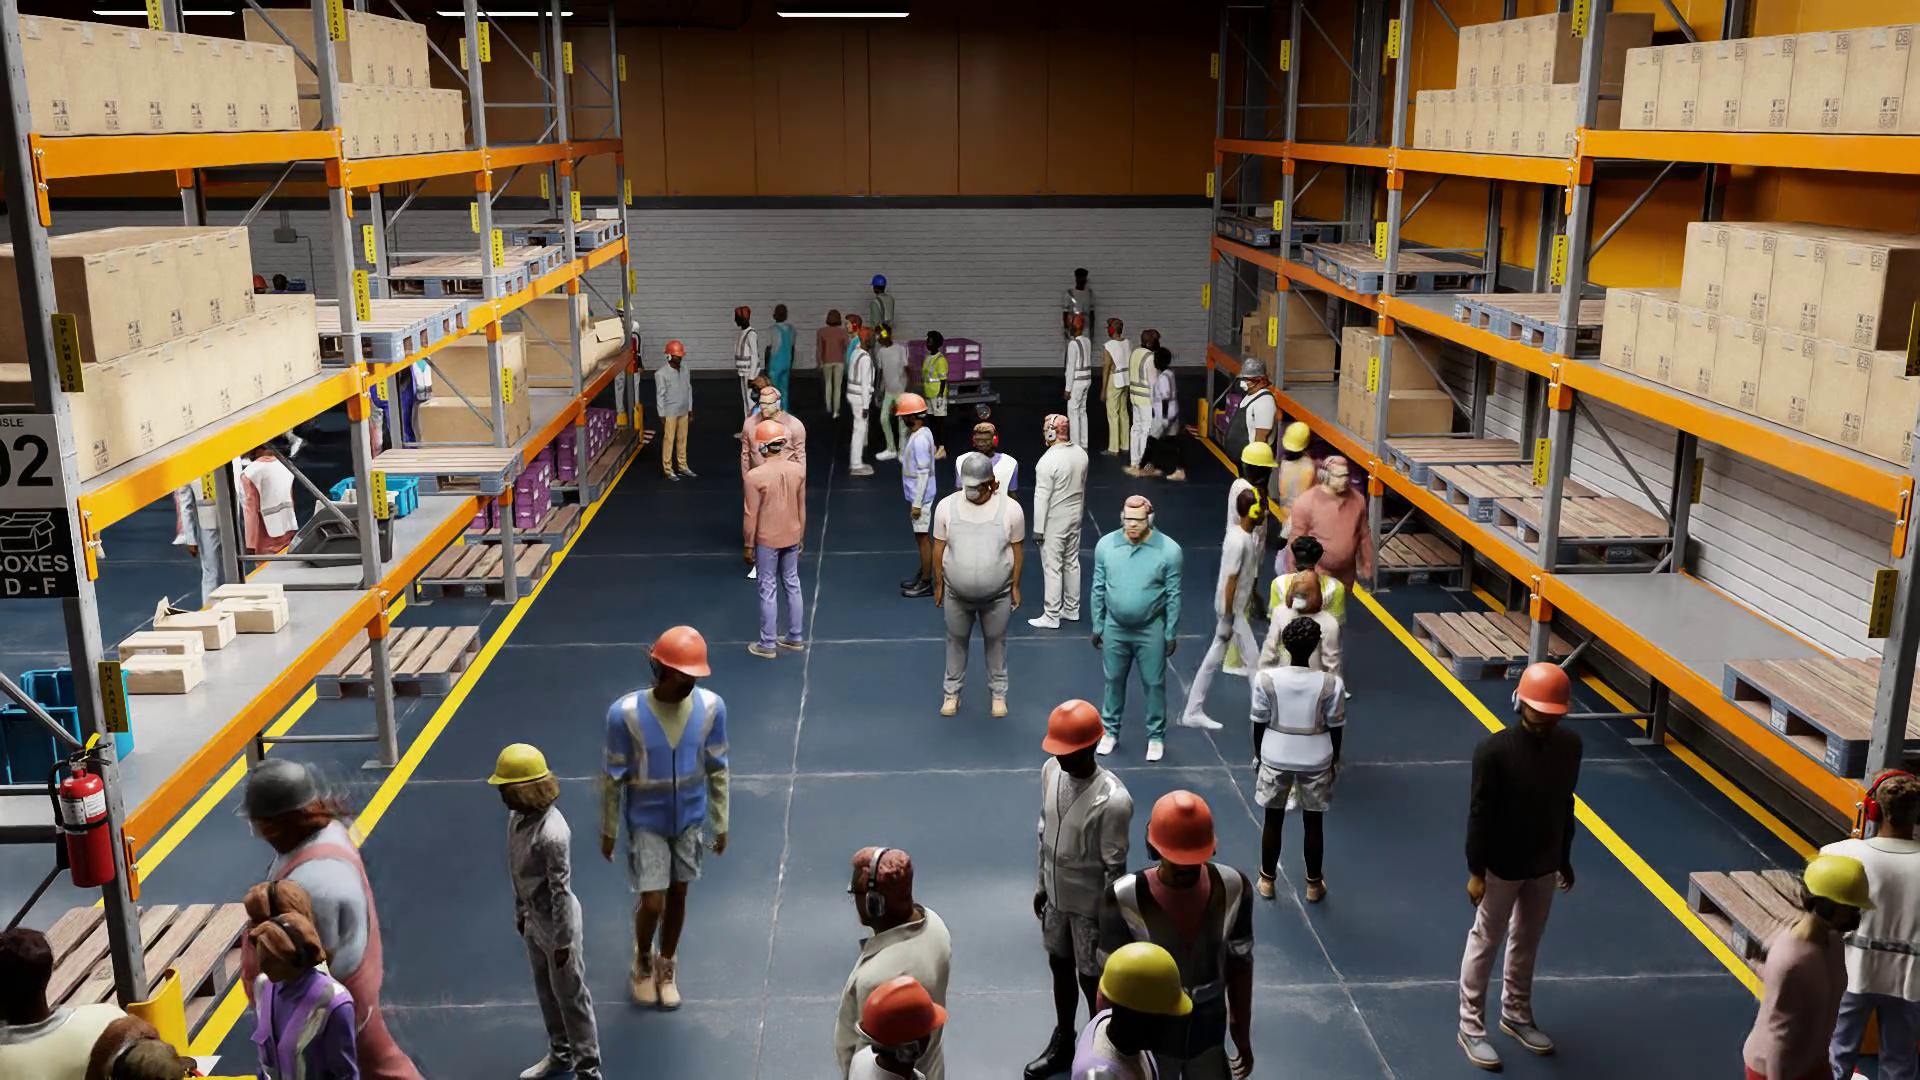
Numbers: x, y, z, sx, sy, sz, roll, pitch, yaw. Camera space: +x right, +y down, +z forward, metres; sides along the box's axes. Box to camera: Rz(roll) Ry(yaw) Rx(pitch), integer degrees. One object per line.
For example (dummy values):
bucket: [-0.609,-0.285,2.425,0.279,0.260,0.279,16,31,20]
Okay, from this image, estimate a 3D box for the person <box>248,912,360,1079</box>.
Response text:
person: [-2.396,2.130,6.176,0.530,1.631,0.312,8,16,29]

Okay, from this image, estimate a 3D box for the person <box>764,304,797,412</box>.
person: [-2.587,-2.474,23.895,0.545,1.814,0.381,-11,18,-36]

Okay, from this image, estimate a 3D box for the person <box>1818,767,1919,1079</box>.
person: [3.793,1.845,6.891,0.560,1.836,0.395,5,15,18]

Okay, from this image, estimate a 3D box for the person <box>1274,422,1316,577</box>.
person: [2.932,-0.141,14.622,0.403,1.874,0.628,-1,14,-4]

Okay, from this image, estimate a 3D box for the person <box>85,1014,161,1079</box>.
person: [-2.670,2.314,5.515,0.513,1.596,0.727,1,14,3]

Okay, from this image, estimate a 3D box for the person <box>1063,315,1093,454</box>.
person: [1.559,-2.052,22.104,0.361,1.877,0.585,8,16,27]

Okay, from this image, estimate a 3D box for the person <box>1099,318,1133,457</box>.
person: [2.091,-2.026,22.090,0.392,1.836,0.566,13,19,41]

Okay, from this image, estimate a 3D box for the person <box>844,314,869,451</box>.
person: [-1.374,-2.125,22.446,0.392,1.847,0.563,-2,14,-8]

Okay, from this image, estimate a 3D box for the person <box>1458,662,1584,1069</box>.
person: [2.663,1.518,7.857,0.614,1.990,0.391,-6,15,-21]

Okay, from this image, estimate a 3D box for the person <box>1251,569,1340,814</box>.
person: [2.150,0.971,10.758,0.607,1.612,0.527,-11,18,-36]

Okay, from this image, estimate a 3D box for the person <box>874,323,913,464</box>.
person: [-0.855,-1.901,21.624,0.646,1.831,0.344,9,17,33]

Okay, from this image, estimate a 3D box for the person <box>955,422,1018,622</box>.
person: [0.228,-0.133,14.627,0.573,1.844,0.376,3,15,11]

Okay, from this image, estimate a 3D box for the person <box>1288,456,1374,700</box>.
person: [2.944,0.259,13.109,0.662,1.872,0.907,-5,15,-20]

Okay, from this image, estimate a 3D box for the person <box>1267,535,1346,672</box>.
person: [2.355,0.778,11.378,0.539,1.687,0.320,6,16,23]

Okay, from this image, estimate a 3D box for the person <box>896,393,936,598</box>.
person: [-0.411,-0.418,15.582,0.374,1.930,0.542,0,14,-1]

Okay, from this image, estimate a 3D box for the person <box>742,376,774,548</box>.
person: [-2.031,-0.776,17.155,0.429,1.846,0.633,-7,16,-26]

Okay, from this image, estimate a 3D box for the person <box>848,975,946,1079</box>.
person: [-0.190,2.244,5.472,0.319,1.755,0.572,-4,15,-17]

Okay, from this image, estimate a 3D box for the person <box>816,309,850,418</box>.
person: [-1.878,-2.661,24.996,0.535,1.614,0.556,1,14,5]

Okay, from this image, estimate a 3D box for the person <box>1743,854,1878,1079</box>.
person: [3.201,2.021,6.371,0.566,1.755,0.342,-11,18,-36]

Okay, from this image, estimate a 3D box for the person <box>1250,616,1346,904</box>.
person: [1.915,1.255,9.479,0.535,1.697,0.318,3,15,12]

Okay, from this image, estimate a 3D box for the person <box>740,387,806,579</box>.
person: [-1.818,-0.543,16.122,0.651,1.904,0.403,3,15,12]

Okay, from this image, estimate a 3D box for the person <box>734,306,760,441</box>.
person: [-2.957,-2.309,23.093,0.355,1.886,0.572,-6,15,-21]

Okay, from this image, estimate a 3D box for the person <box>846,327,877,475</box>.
person: [-1.235,-1.751,20.963,0.405,1.869,0.585,-5,15,-18]

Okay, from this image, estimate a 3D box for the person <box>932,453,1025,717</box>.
person: [0.131,0.336,12.401,0.688,2.000,0.536,1,14,4]

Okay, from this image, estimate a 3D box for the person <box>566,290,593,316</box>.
person: [-5.898,-2.975,25.706,0.616,1.893,0.561,4,15,16]

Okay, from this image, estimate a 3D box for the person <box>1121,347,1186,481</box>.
person: [2.433,-1.550,20.554,0.822,1.661,0.545,5,15,20]

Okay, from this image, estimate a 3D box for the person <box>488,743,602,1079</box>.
person: [-1.887,1.737,7.522,0.367,1.735,0.488,-10,18,-35]

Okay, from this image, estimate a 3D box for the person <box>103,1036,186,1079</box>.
person: [-2.144,2.331,4.850,0.420,1.899,0.682,-13,19,-40]

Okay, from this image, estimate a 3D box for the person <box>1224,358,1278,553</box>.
person: [2.997,-0.887,17.201,0.537,2.000,0.683,-1,14,-3]

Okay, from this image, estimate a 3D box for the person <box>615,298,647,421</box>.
person: [-4.915,-2.650,24.536,0.588,1.834,0.403,4,15,17]

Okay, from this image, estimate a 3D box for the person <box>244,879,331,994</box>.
person: [-2.530,2.068,6.421,0.317,1.631,0.523,-5,15,-19]

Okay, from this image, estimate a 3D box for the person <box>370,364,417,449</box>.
person: [-6.989,-1.731,20.516,0.536,2.000,0.685,-3,15,-11]

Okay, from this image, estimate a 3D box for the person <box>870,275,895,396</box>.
person: [-1.276,-3.308,26.886,0.398,1.945,0.611,7,16,26]

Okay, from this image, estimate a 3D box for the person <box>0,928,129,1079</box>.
person: [-2.940,2.177,5.438,0.398,1.910,0.600,10,17,34]

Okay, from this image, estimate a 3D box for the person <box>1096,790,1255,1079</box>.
person: [0.824,1.892,6.324,0.614,2.029,0.409,-3,15,-12]

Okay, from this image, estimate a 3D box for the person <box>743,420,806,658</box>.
person: [-1.554,-0.013,13.882,0.615,1.987,0.407,-14,20,-43]

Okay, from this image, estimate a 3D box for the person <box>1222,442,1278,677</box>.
person: [2.327,0.147,13.399,0.387,1.916,0.585,0,14,1]

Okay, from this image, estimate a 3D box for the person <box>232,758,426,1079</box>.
person: [-2.543,1.771,6.768,1.078,2.000,0.686,-5,15,-20]

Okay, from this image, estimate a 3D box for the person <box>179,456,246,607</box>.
person: [-6.414,-0.090,14.346,0.396,1.908,0.600,10,17,33]

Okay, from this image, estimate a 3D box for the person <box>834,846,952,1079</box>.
person: [-0.256,2.019,6.095,0.401,1.894,0.653,4,15,15]

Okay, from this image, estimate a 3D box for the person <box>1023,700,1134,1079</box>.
person: [0.524,1.629,7.561,0.389,1.925,0.550,-11,18,-36]

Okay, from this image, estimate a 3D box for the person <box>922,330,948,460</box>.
person: [-0.338,-1.914,21.913,0.318,1.700,0.535,-7,16,-27]

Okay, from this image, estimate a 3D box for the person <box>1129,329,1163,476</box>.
person: [2.355,-1.737,20.939,0.429,1.840,0.629,-5,15,-19]

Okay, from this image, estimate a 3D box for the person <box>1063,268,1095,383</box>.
person: [2.010,-3.616,28.092,0.606,1.956,0.379,-6,15,-22]

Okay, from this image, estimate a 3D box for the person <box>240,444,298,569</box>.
person: [-5.863,-0.047,14.180,0.410,1.908,0.598,3,15,13]

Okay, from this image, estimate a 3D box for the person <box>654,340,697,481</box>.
person: [-3.514,-1.613,20.644,0.353,1.743,0.570,10,17,34]

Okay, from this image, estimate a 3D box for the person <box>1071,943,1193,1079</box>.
person: [0.529,2.184,5.405,0.400,1.915,0.591,2,14,8]

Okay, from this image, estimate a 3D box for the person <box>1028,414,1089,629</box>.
person: [0.852,-0.168,14.663,0.399,1.900,0.645,11,18,38]

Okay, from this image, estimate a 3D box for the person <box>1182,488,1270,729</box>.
person: [2.090,0.524,12.111,0.950,1.814,0.505,1,14,6]

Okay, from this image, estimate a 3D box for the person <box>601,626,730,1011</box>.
person: [-1.449,1.396,8.281,0.648,2.020,0.464,-7,16,-26]

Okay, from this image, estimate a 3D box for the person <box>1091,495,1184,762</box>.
person: [1.220,0.613,11.608,0.644,1.898,0.398,5,15,19]
